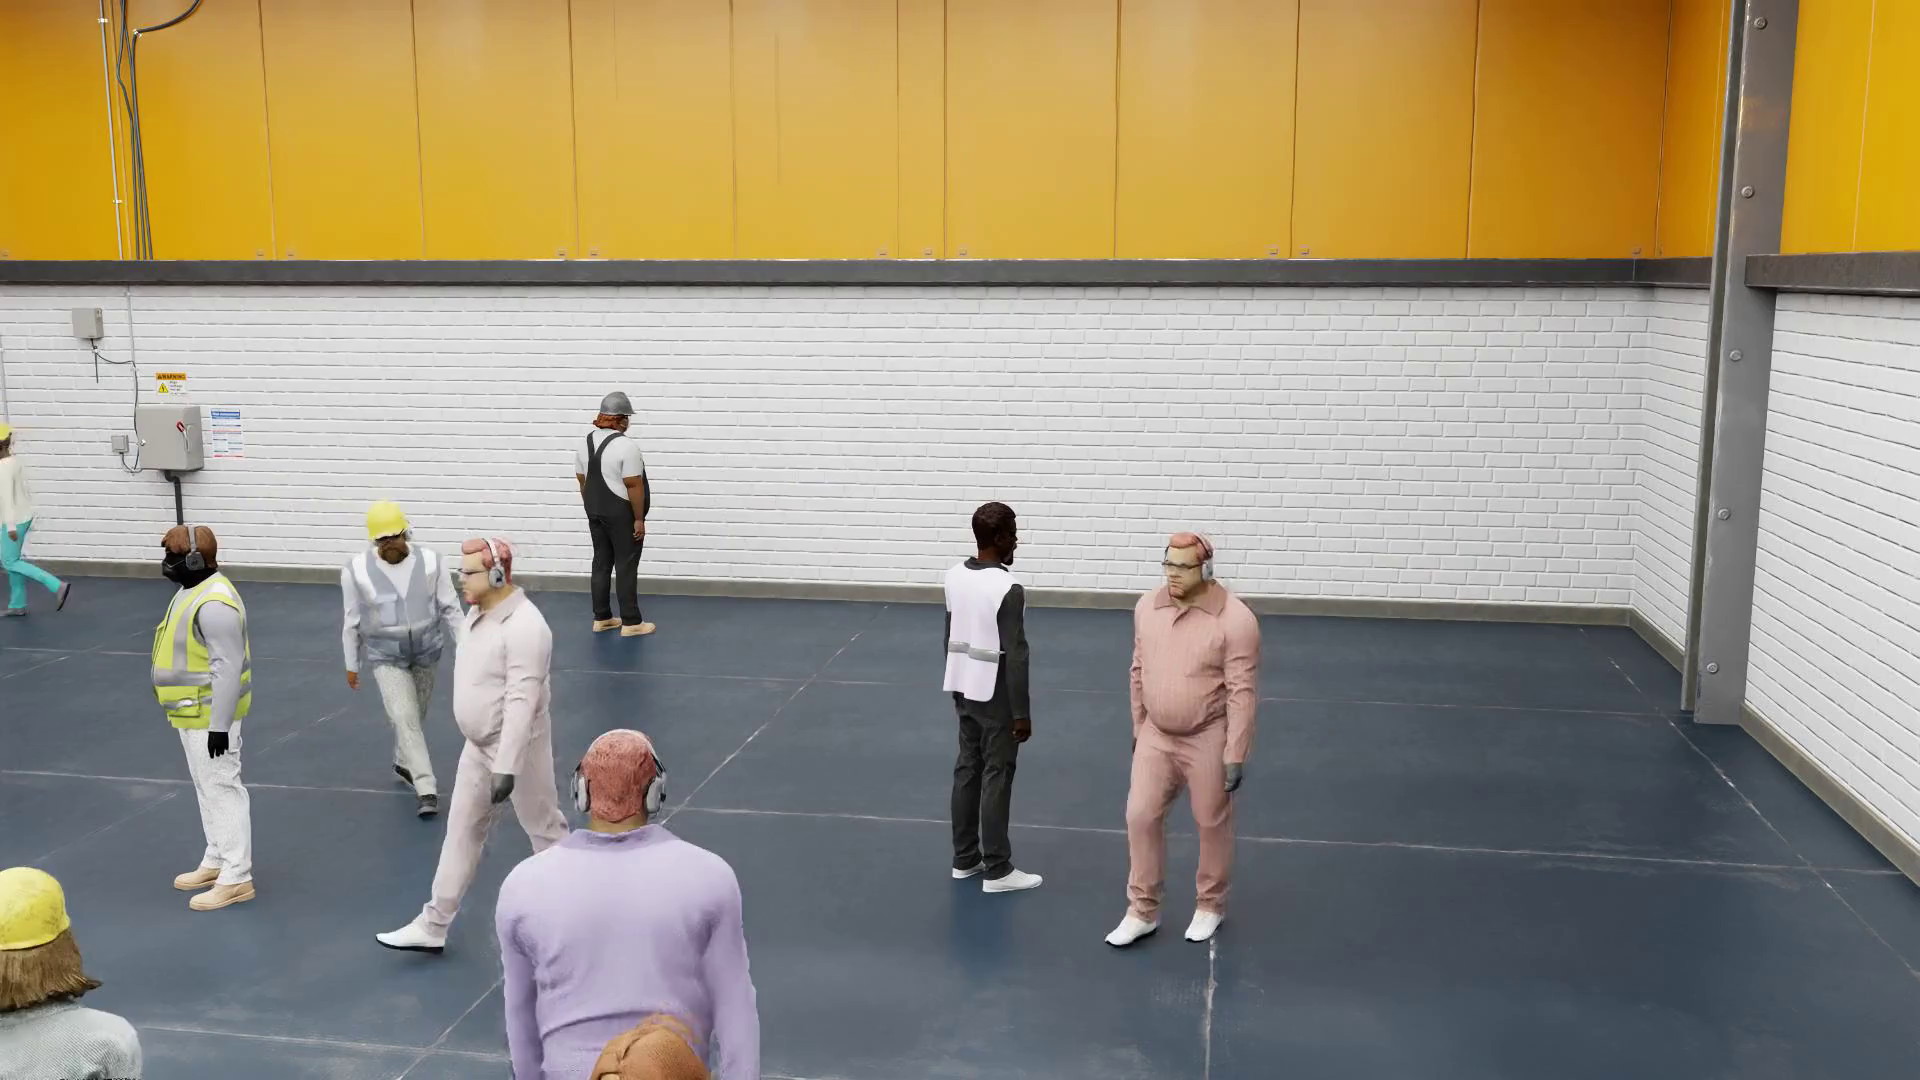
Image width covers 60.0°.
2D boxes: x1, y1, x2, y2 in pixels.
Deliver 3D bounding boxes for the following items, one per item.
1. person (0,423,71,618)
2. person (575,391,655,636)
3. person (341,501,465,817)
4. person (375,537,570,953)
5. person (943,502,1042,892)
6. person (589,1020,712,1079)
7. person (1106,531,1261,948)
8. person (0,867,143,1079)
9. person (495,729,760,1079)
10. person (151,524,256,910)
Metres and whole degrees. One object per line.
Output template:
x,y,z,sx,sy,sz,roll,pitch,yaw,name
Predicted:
-8.155,-0.171,14.468,0.589,1.743,0.552,-3,10,-19,person
-2.842,-0.230,13.914,0.688,2.000,0.536,7,11,36,person
-3.123,0.641,9.413,0.662,1.769,0.910,-6,11,-31,person
-2.105,0.927,7.297,0.950,1.862,0.668,-8,12,-41,person
0.137,0.765,8.153,0.386,1.918,0.596,-6,11,-35,person
-0.562,1.709,3.255,0.500,1.621,0.302,6,11,32,person
0.958,0.905,7.384,0.674,1.882,0.733,7,11,36,person
-2.049,1.577,3.723,0.493,1.735,0.325,-2,9,-11,person
-0.860,1.423,4.360,0.656,1.851,1.012,-1,9,-8,person
-3.621,0.834,7.967,0.429,1.842,0.636,-6,11,-34,person
